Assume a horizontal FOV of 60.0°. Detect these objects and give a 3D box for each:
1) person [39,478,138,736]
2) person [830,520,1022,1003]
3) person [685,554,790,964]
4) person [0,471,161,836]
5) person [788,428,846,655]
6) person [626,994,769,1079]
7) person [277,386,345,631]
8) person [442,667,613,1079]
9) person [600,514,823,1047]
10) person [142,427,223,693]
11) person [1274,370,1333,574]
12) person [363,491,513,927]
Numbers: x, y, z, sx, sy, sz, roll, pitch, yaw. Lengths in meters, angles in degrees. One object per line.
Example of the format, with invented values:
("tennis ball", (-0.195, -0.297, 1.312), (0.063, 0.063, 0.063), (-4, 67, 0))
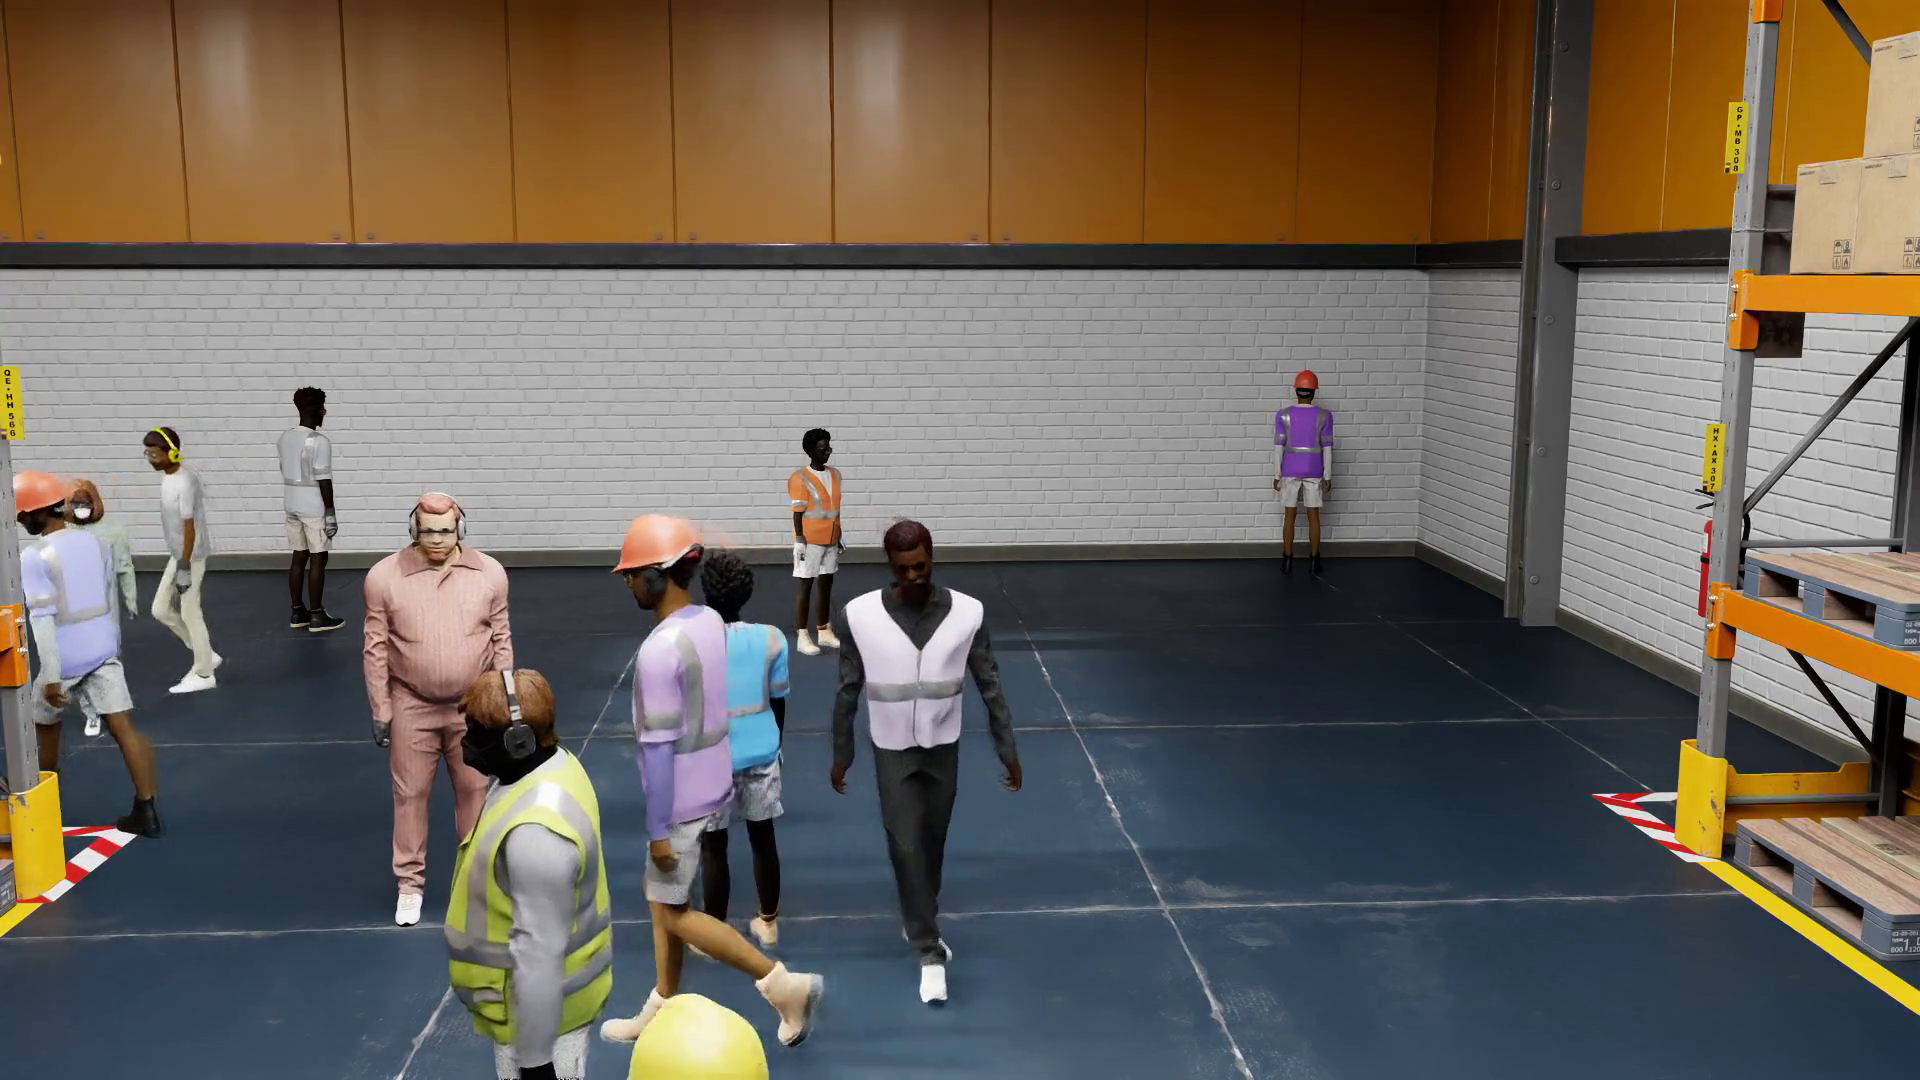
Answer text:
("person", (-5.390, 0.401, 10.321), (0.505, 1.607, 0.461), (-4, 10, -23))
("person", (-0.118, 0.851, 6.603), (0.744, 1.872, 0.855), (-2, 9, -14))
("person", (-0.948, 0.898, 6.888), (0.536, 1.699, 0.318), (-6, 11, -34))
("person", (-4.508, 0.574, 8.401), (1.021, 1.863, 0.577), (4, 10, 22))
("person", (-1.066, 0.004, 12.512), (0.318, 1.697, 0.535), (7, 11, 36))
("person", (-0.368, 1.560, 2.566), (0.419, 1.750, 0.539), (7, 11, 37))
("person", (-5.191, -0.250, 13.301), (0.607, 1.958, 0.378), (6, 11, 35))
("person", (-1.138, 1.228, 4.415), (0.430, 1.835, 0.620), (-2, 9, -12))
("person", (-0.913, 0.903, 5.936), (0.802, 2.007, 0.613), (2, 9, 9))
("person", (-5.253, 0.140, 11.202), (0.420, 1.839, 0.592), (-7, 12, -39))
("person", (3.264, -0.647, 15.841), (0.552, 1.935, 0.368), (2, 9, 12))
("person", (-2.277, 0.730, 7.322), (0.636, 1.902, 0.404), (-4, 10, -25))
